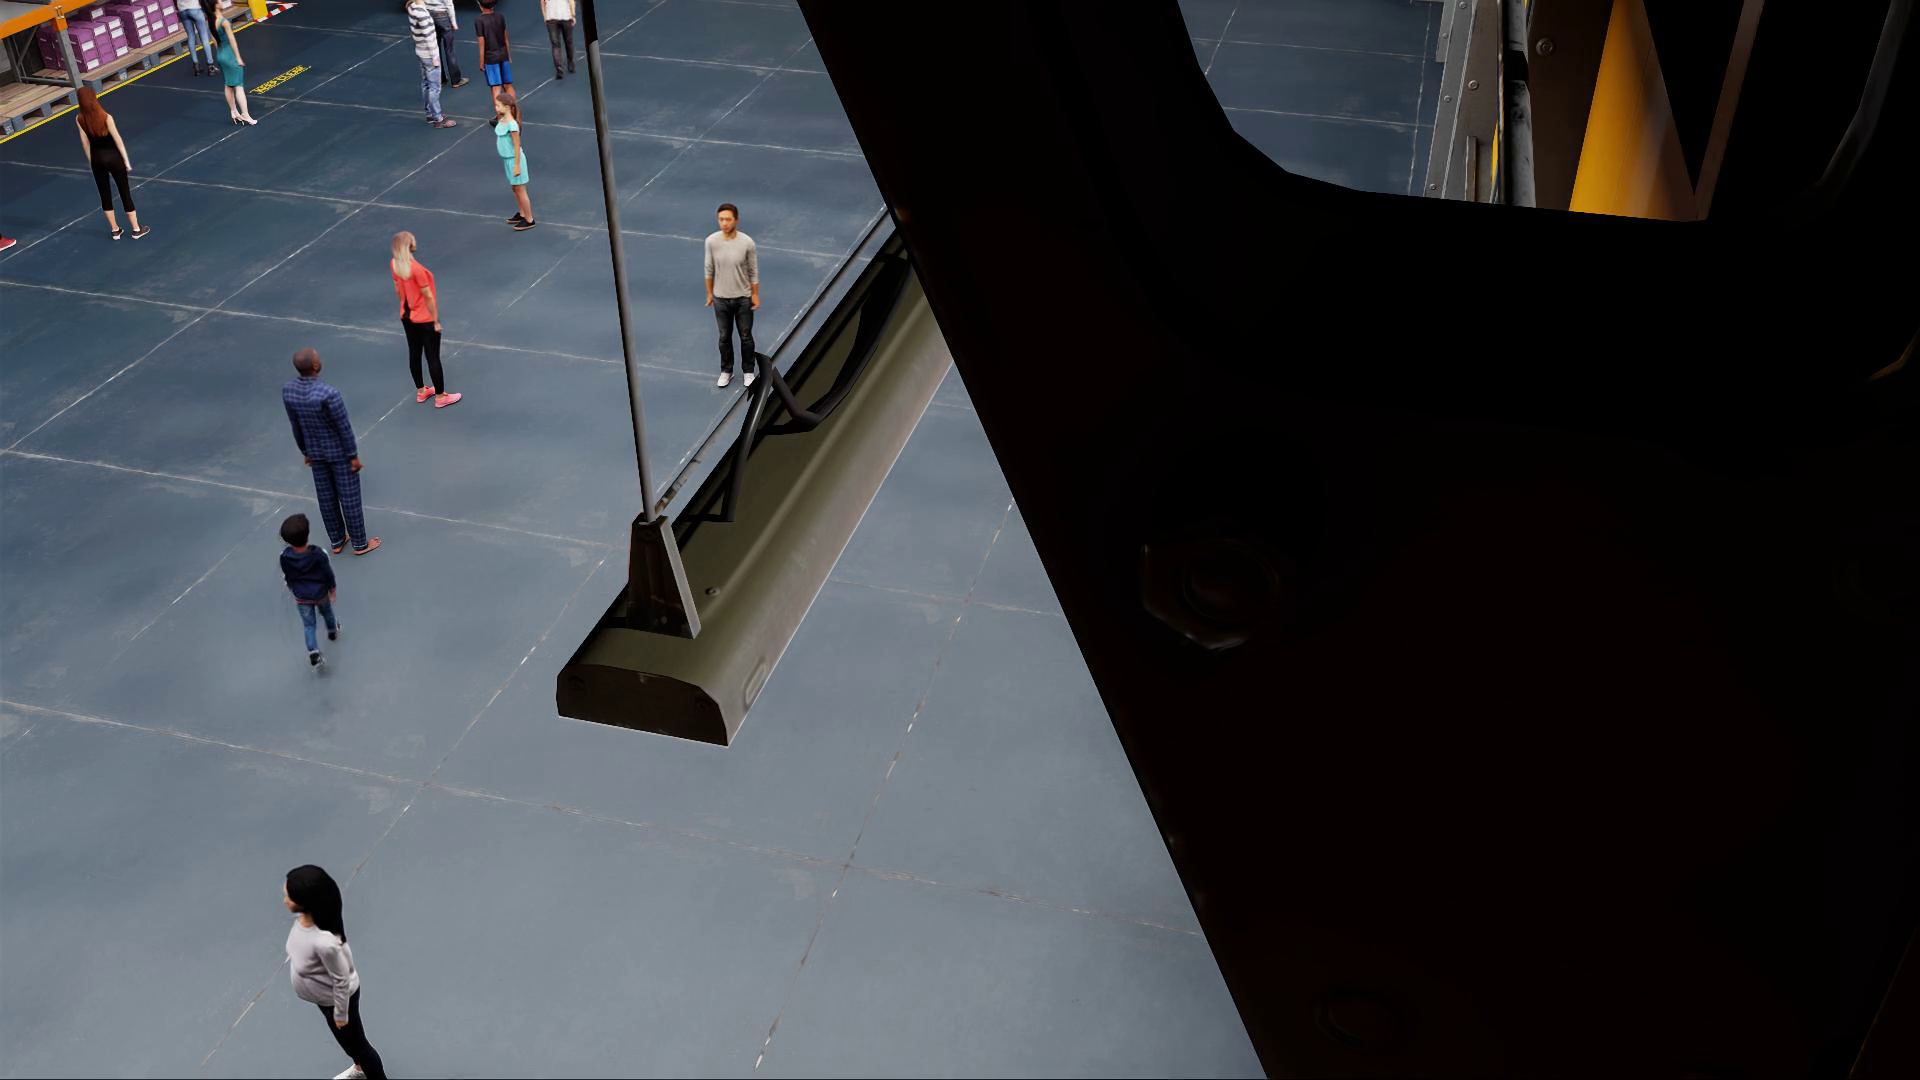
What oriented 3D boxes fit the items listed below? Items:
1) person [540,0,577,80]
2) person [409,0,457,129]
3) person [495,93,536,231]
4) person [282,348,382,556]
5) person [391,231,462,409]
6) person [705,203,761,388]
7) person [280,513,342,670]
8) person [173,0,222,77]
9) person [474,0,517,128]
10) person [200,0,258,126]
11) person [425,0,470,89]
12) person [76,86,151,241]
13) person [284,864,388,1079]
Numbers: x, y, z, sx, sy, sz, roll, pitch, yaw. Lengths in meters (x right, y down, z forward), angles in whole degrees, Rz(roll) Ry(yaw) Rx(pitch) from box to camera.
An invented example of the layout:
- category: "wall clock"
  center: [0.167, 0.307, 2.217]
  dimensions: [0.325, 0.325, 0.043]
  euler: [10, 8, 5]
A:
- category: "person"
  center: [-5.597, -7.369, 23.317]
  dimensions: [0.895, 1.681, 1.159]
  euler: [-4, 34, -6]
- category: "person"
  center: [-6.913, -6.311, 21.571]
  dimensions: [0.759, 1.853, 0.712]
  euler: [-19, 38, -27]
- category: "person"
  center: [-5.044, -4.287, 18.792]
  dimensions: [0.697, 1.558, 0.634]
  euler: [-17, 37, -24]
- category: "person"
  center: [-4.993, -0.700, 13.155]
  dimensions: [0.663, 1.824, 0.599]
  euler: [7, 34, 11]
- category: "person"
  center: [-4.973, -2.035, 15.282]
  dimensions: [0.654, 1.693, 0.637]
  euler: [20, 39, 28]
- category: "person"
  center: [-2.122, -2.307, 15.584]
  dimensions: [0.698, 1.811, 0.625]
  euler: [2, 34, 2]
- category: "person"
  center: [-4.740, 0.383, 12.088]
  dimensions: [0.731, 1.202, 0.916]
  euler: [-5, 34, -8]
- category: "person"
  center: [-10.787, -7.400, 23.330]
  dimensions: [0.614, 1.719, 0.549]
  euler: [4, 34, 6]
- category: "person"
  center: [-6.013, -6.244, 21.521]
  dimensions: [0.766, 1.797, 0.657]
  euler: [28, 43, 35]
- category: "person"
  center: [-9.513, -6.242, 21.618]
  dimensions: [0.604, 1.685, 0.579]
  euler: [20, 38, 27]
- category: "person"
  center: [-7.176, -7.172, 22.896]
  dimensions: [0.644, 1.820, 0.536]
  euler: [9, 35, 13]
- category: "person"
  center: [-9.497, -4.197, 18.505]
  dimensions: [0.637, 1.726, 0.614]
  euler: [-3, 34, -4]
- category: "person"
  center: [-3.265, 2.342, 8.690]
  dimensions: [0.746, 1.701, 0.711]
  euler: [-23, 40, -31]
